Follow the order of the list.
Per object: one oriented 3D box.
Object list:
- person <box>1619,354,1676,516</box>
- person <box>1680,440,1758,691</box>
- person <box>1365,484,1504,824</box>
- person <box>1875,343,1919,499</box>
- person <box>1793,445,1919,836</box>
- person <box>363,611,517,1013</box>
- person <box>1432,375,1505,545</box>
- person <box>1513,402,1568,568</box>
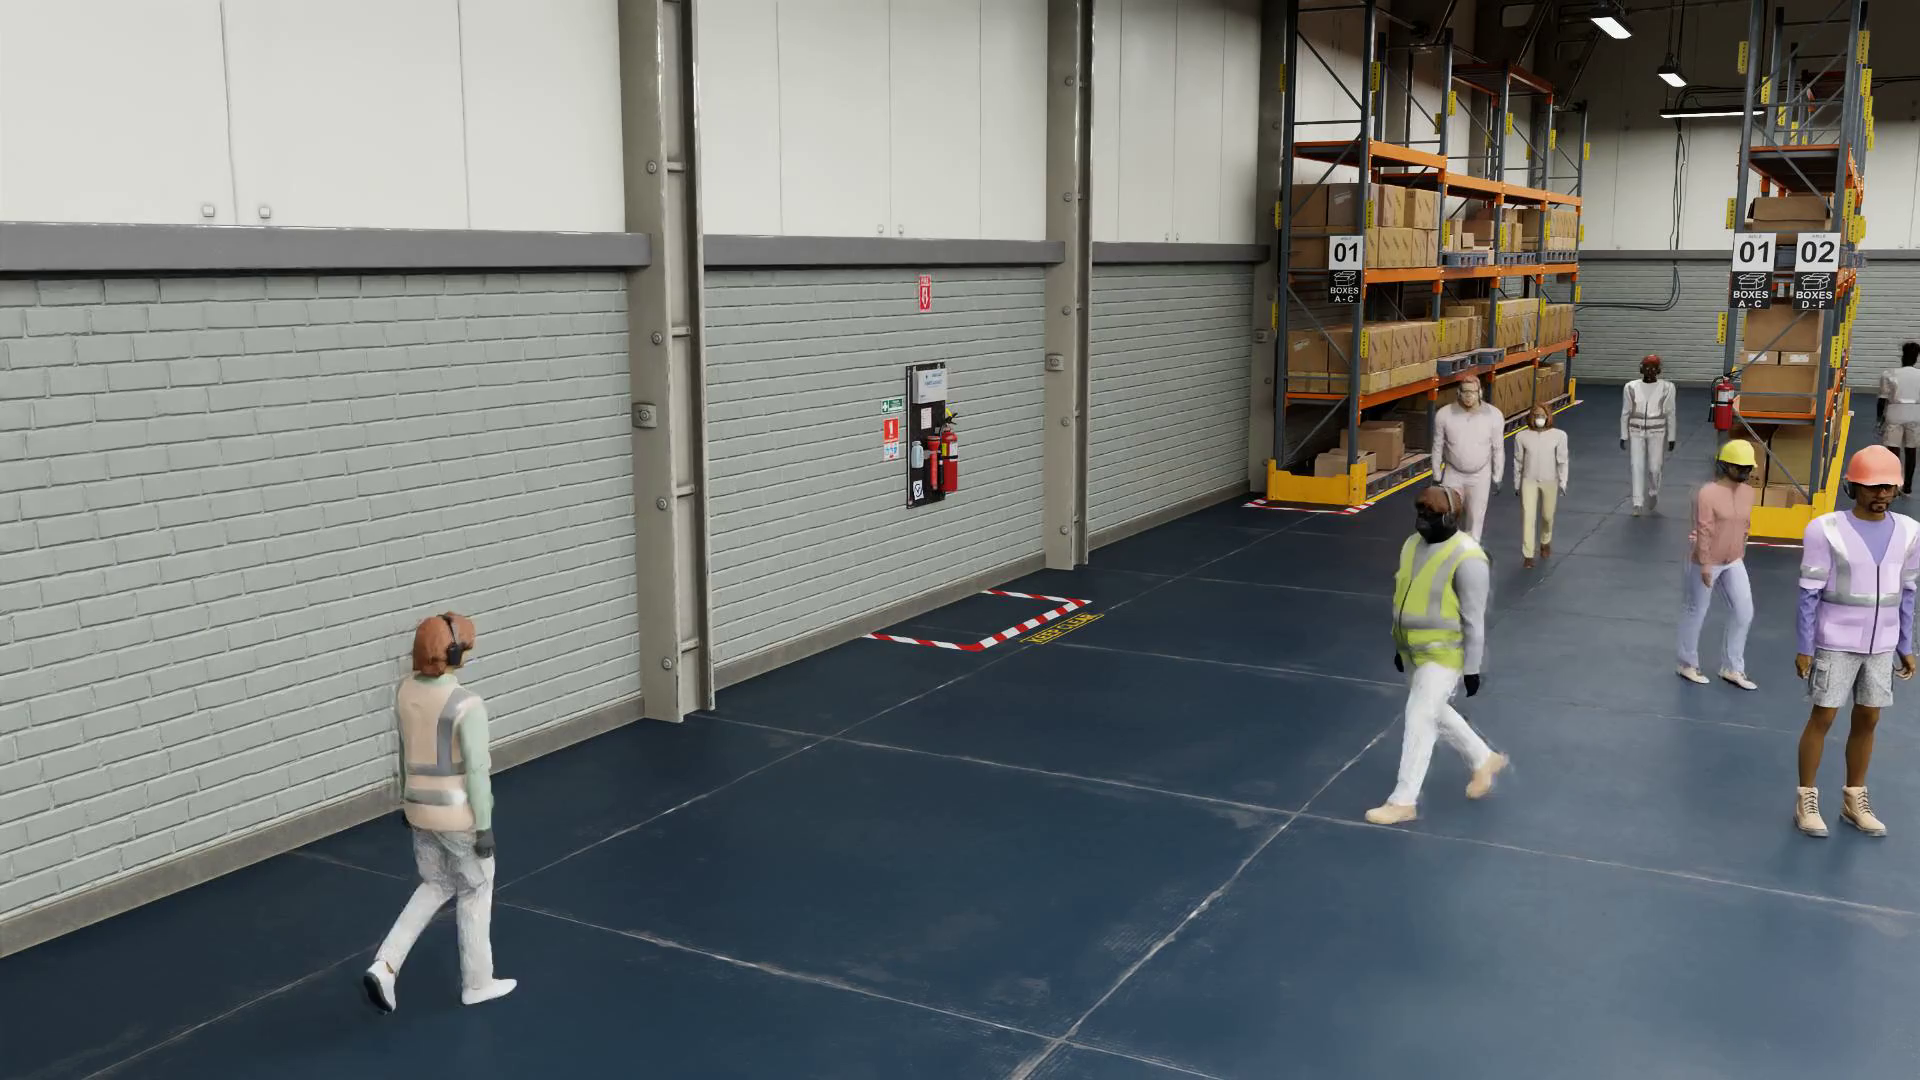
[{"bbox_3d":[7.967,-1.220,19.271,0.600,1.873,0.559,6,11,30],"label":"person"},{"bbox_3d":[5.291,0.176,11.485,0.533,1.739,0.676,-3,10,-17],"label":"person"},{"bbox_3d":[2.594,0.589,8.885,0.881,1.812,0.633,-3,10,-18],"label":"person"},{"bbox_3d":[11.734,-1.479,20.691,0.619,1.928,0.672,3,10,15],"label":"person"},{"bbox_3d":[4.621,0.527,8.547,0.614,2.041,0.389,0,10,-1],"label":"person"},{"bbox_3d":[-2.041,1.087,6.490,0.526,1.620,0.554,6,12,33],"label":"person"},{"bbox_3d":[4.769,-0.604,15.627,0.661,1.894,0.416,3,10,15],"label":"person"},{"bbox_3d":[5.660,-0.564,16.235,0.512,1.601,0.809,4,10,20],"label":"person"}]
